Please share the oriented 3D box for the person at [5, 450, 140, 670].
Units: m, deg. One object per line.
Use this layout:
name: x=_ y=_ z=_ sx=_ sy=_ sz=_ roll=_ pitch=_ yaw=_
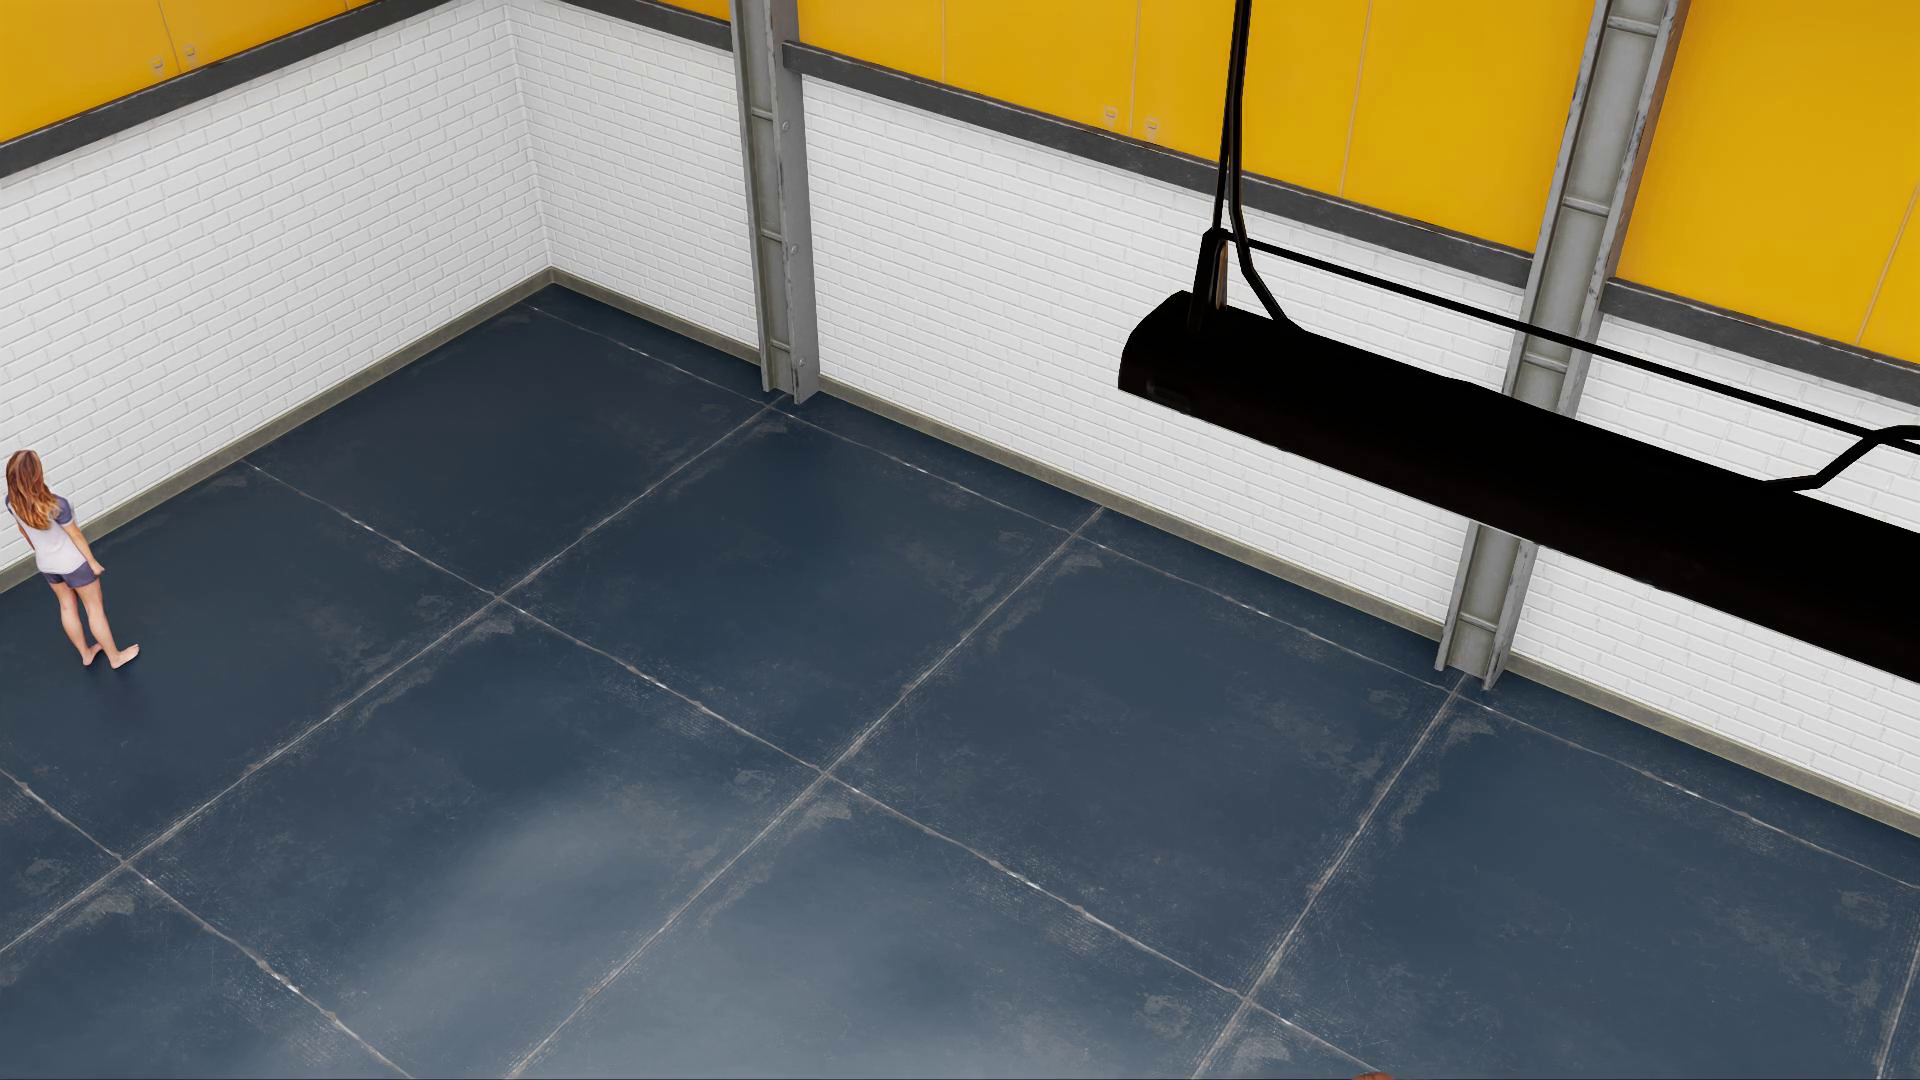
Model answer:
person: x=-5.880 y=0.143 z=10.907 sx=0.602 sy=1.733 sz=0.729 roll=9 pitch=39 yaw=11
